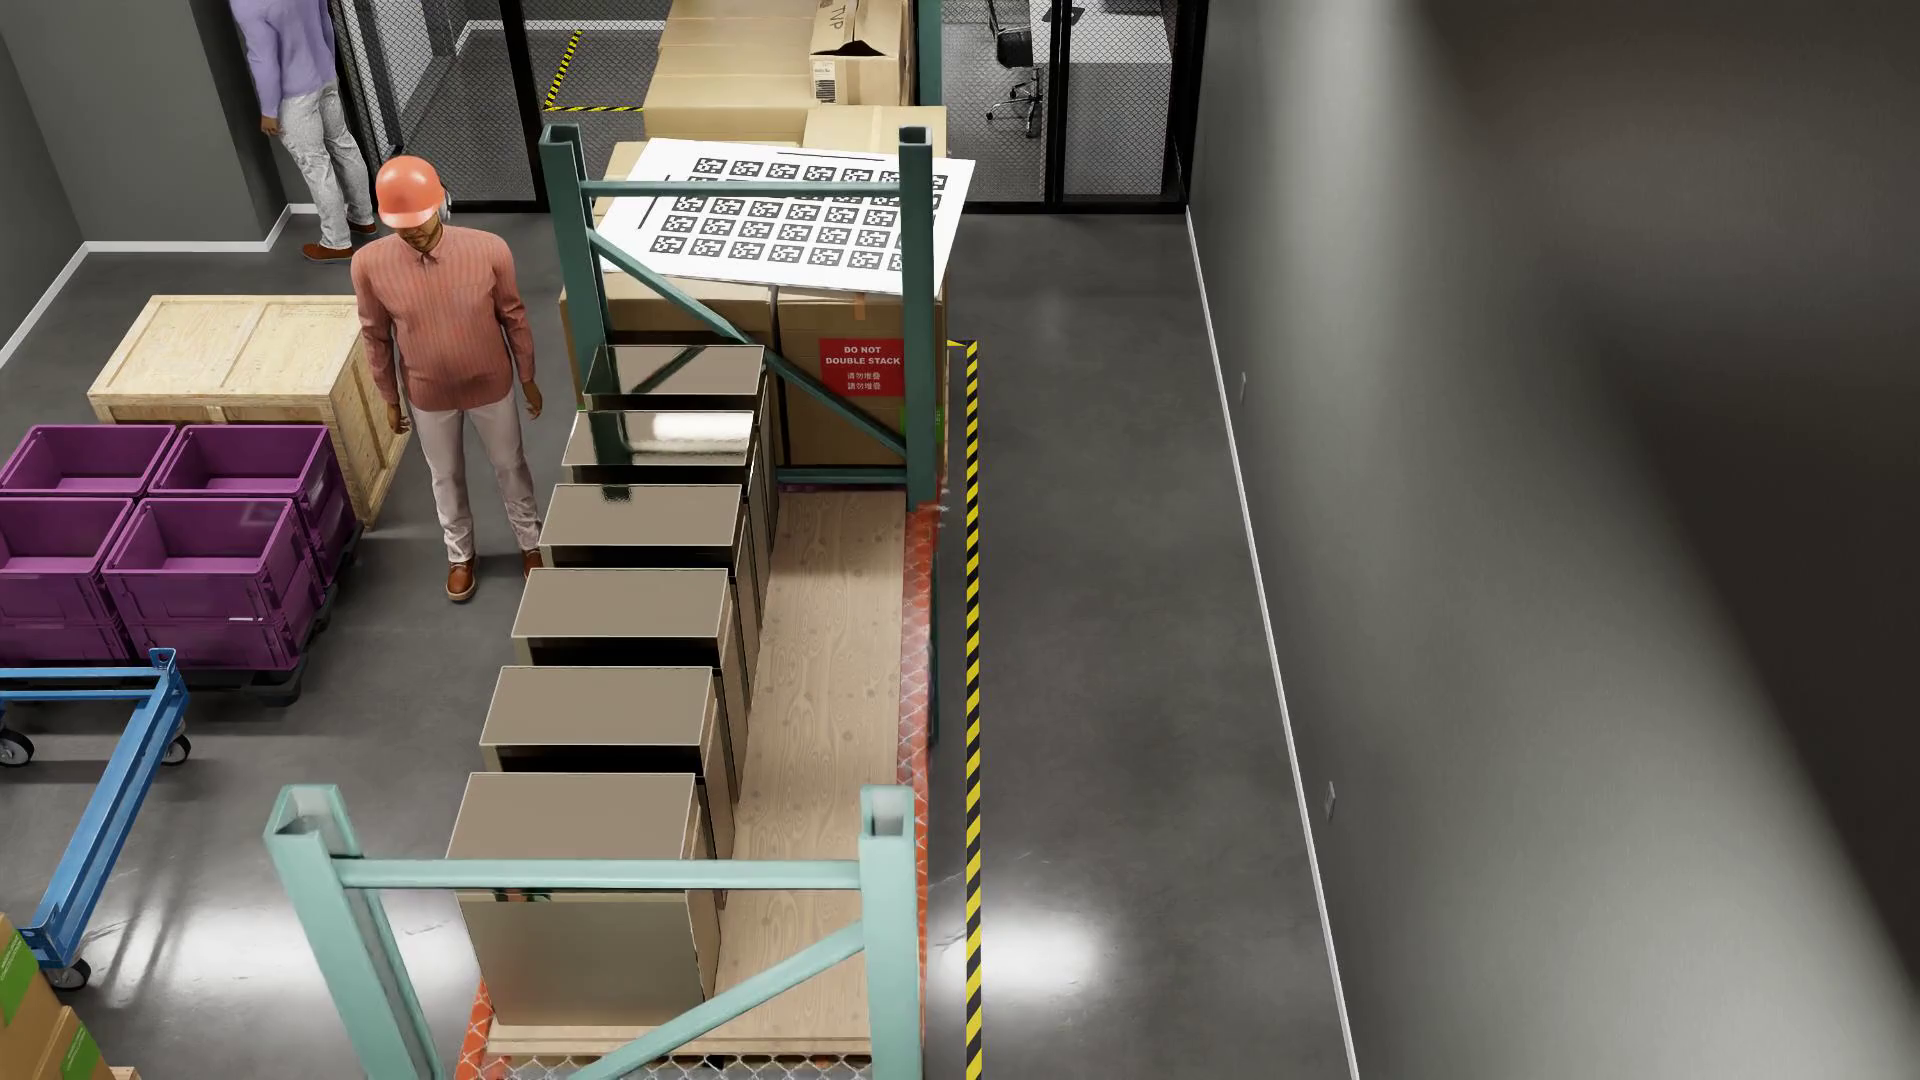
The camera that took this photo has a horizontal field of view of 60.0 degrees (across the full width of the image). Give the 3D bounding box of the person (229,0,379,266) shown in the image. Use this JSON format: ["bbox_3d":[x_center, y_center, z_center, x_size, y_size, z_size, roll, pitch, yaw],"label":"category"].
[{"bbox_3d":[-3.400,-2.334,8.556,0.373,1.939,0.628,11,42,12],"label":"person"}]

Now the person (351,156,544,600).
[{"bbox_3d":[-1.970,-0.607,6.538,0.625,1.992,0.388,-9,42,-11],"label":"person"}]
